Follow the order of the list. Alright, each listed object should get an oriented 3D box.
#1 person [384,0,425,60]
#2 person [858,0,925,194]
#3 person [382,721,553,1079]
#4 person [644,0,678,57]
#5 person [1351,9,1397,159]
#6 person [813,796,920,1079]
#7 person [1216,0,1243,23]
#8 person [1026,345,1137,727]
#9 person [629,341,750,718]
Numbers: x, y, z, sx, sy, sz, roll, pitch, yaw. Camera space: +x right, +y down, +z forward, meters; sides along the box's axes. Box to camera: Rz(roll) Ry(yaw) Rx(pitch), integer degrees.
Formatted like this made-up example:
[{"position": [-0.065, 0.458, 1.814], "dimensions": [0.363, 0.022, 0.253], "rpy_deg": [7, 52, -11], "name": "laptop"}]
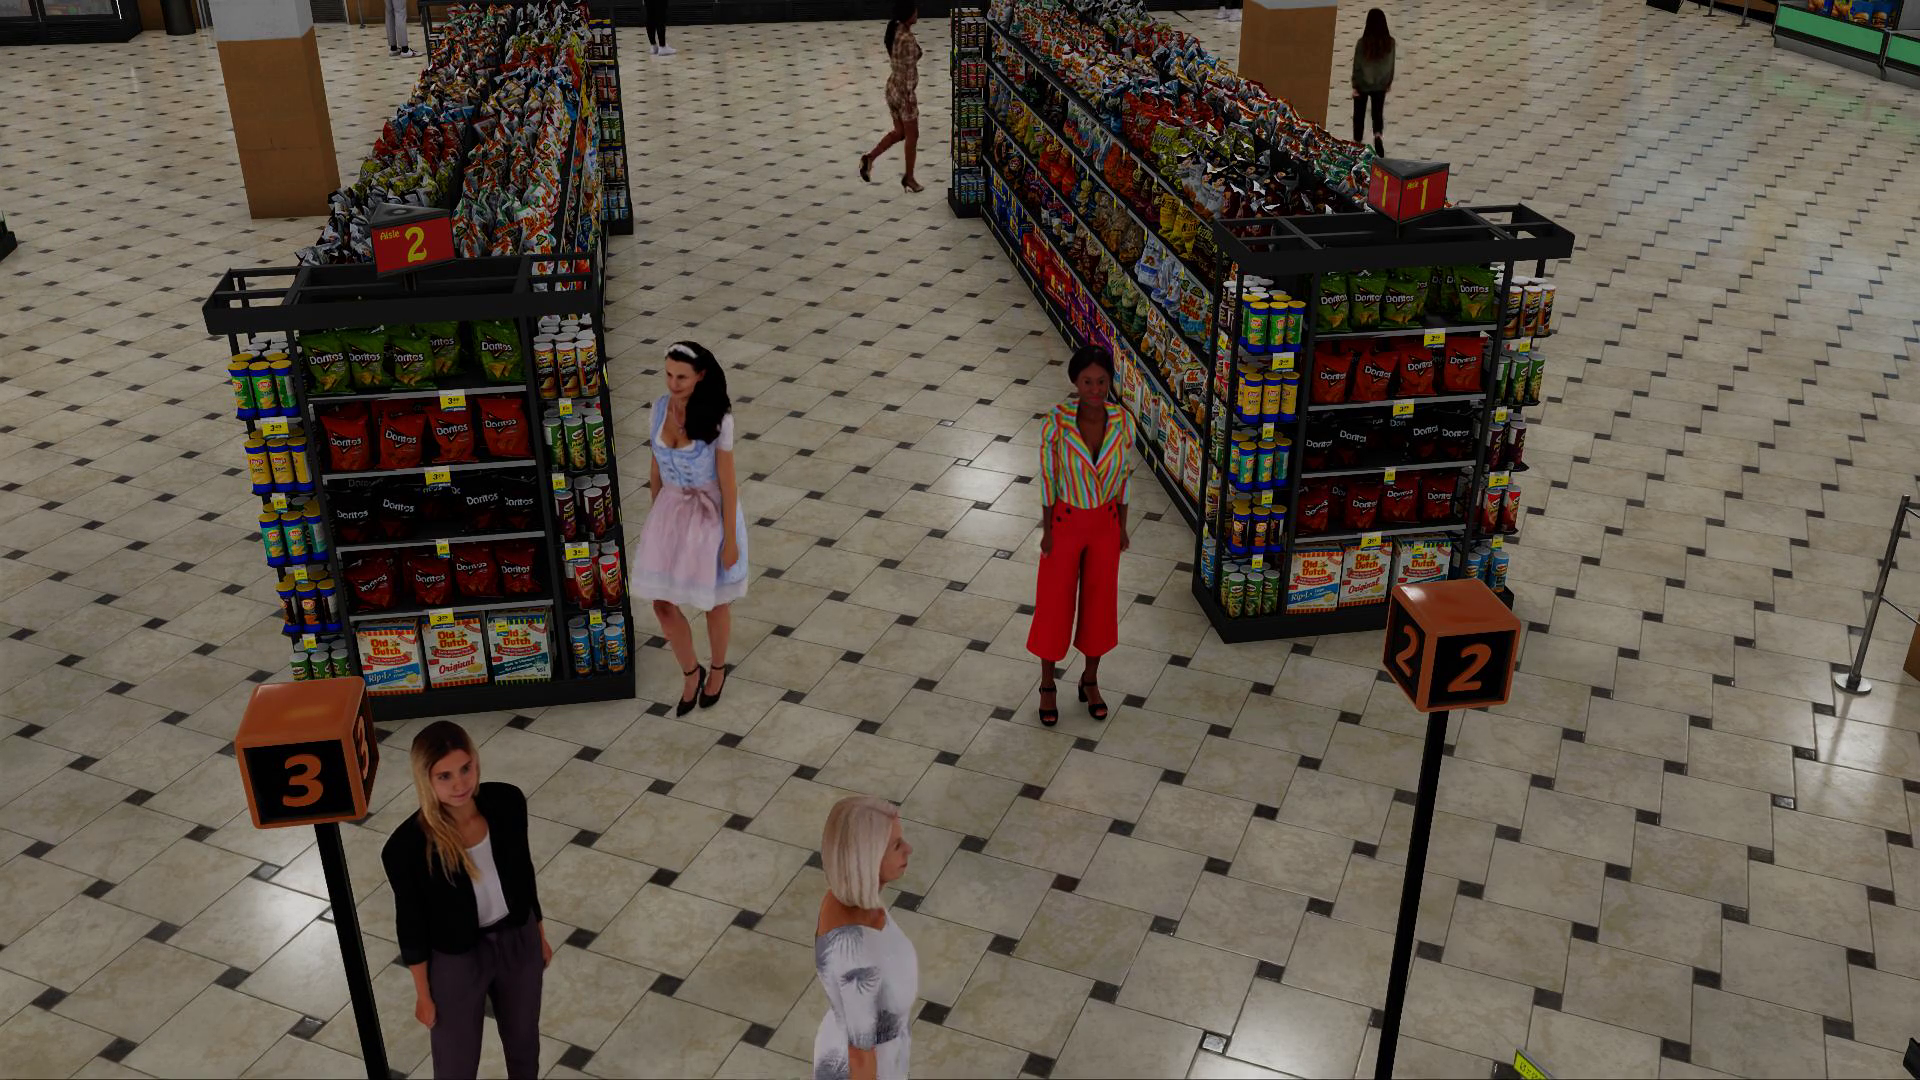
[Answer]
[{"position": [-7.268, -7.183, 21.253], "dimensions": [0.778, 1.950, 0.853], "rpy_deg": [19, 33, 33], "name": "person"}, {"position": [-0.608, -4.023, 15.213], "dimensions": [0.771, 1.776, 0.887], "rpy_deg": [-11, 29, -21], "name": "person"}, {"position": [-1.425, 1.251, 4.931], "dimensions": [0.690, 1.670, 0.715], "rpy_deg": [-24, 35, -38], "name": "person"}, {"position": [-3.941, -7.114, 21.459], "dimensions": [0.708, 1.641, 0.771], "rpy_deg": [18, 32, 32], "name": "person"}, {"position": [4.098, -4.485, 16.473], "dimensions": [0.678, 1.461, 0.905], "rpy_deg": [0, 27, -1], "name": "person"}, {"position": [-0.327, 1.451, 4.461], "dimensions": [0.656, 1.738, 0.581], "rpy_deg": [-3, 27, -6], "name": "person"}, {"position": [3.902, -8.369, 23.737], "dimensions": [0.813, 1.817, 0.677], "rpy_deg": [-17, 32, -30], "name": "person"}, {"position": [0.537, -0.007, 7.277], "dimensions": [0.595, 1.792, 0.507], "rpy_deg": [-5, 27, -9], "name": "person"}, {"position": [-1.127, -0.057, 7.372], "dimensions": [0.854, 1.795, 0.948], "rpy_deg": [9, 28, 17], "name": "person"}]
